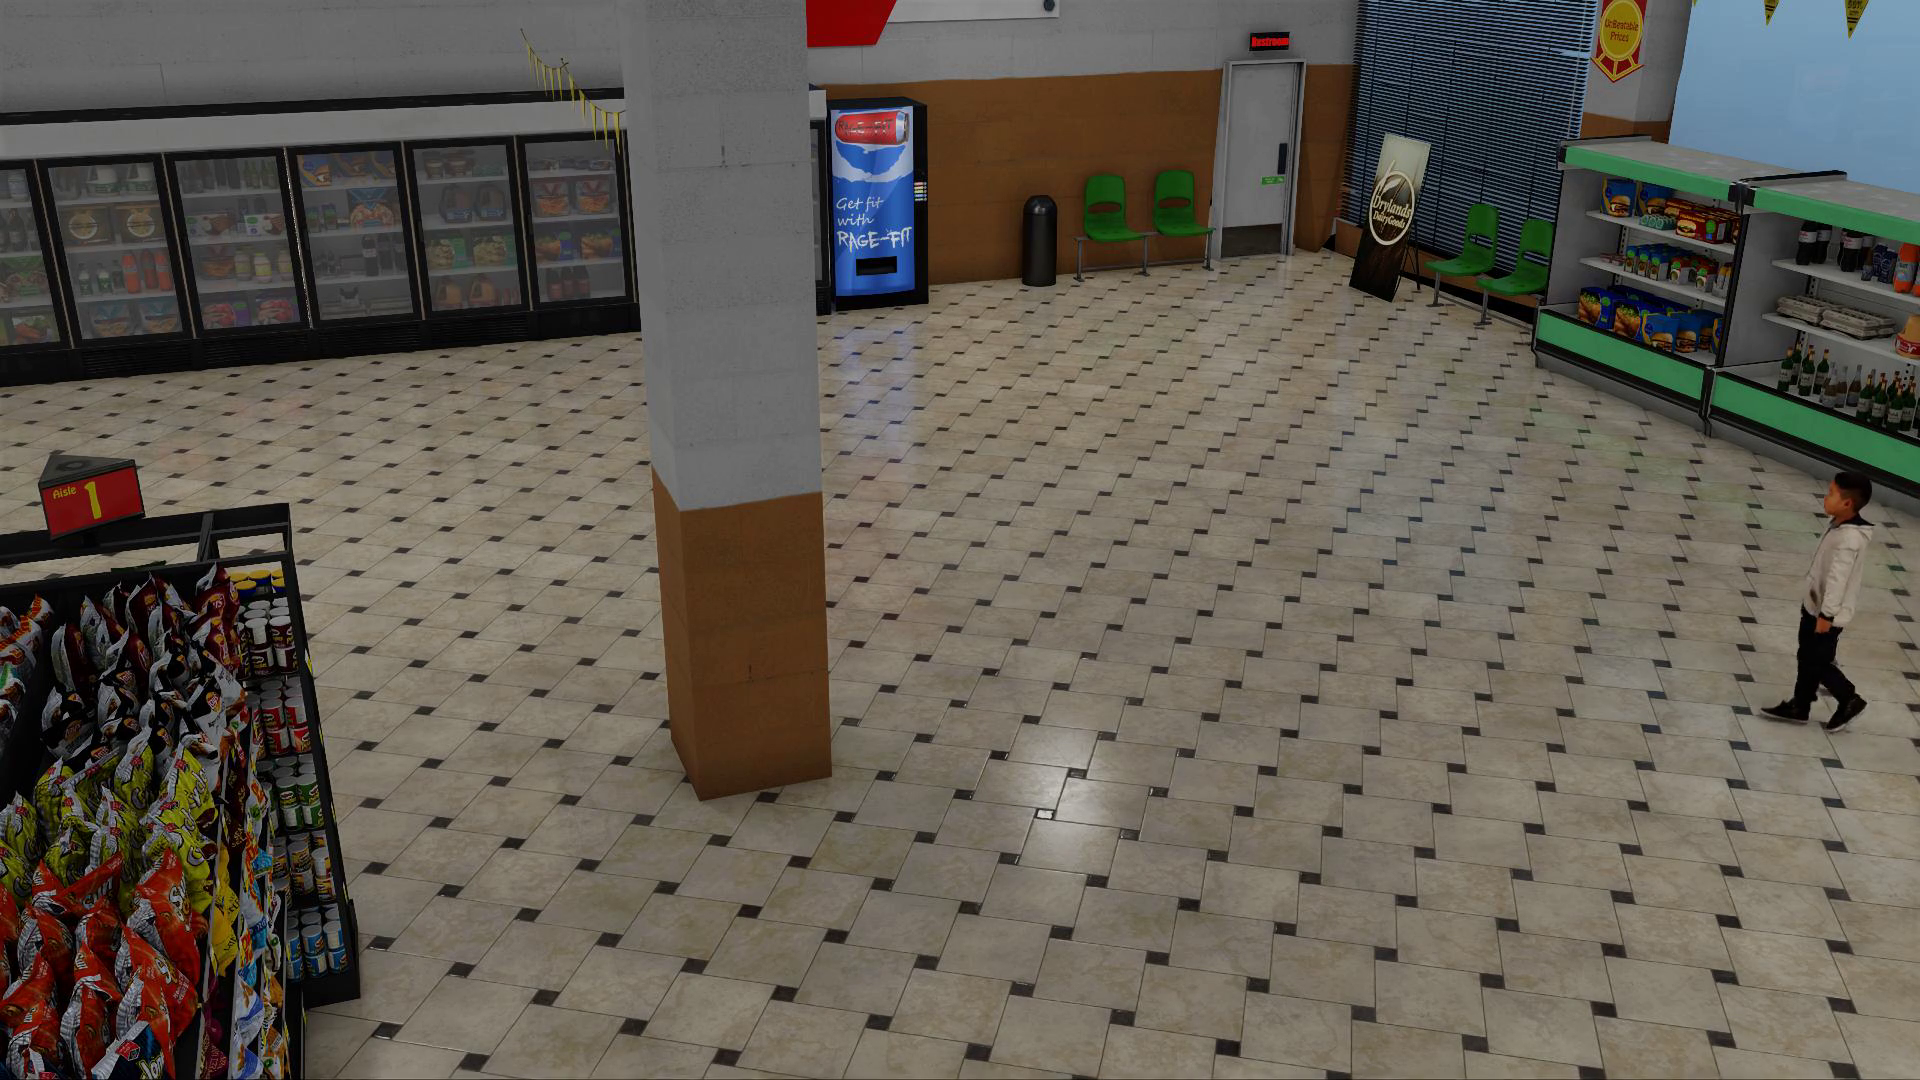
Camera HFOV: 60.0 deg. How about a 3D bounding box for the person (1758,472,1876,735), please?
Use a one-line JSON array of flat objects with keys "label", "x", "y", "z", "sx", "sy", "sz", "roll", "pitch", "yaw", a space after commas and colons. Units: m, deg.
[{"label": "person", "x": 4.641, "y": 0.353, "z": 8.773, "sx": 0.854, "sy": 1.446, "sz": 0.805, "roll": 7, "pitch": 23, "yaw": 16}]
